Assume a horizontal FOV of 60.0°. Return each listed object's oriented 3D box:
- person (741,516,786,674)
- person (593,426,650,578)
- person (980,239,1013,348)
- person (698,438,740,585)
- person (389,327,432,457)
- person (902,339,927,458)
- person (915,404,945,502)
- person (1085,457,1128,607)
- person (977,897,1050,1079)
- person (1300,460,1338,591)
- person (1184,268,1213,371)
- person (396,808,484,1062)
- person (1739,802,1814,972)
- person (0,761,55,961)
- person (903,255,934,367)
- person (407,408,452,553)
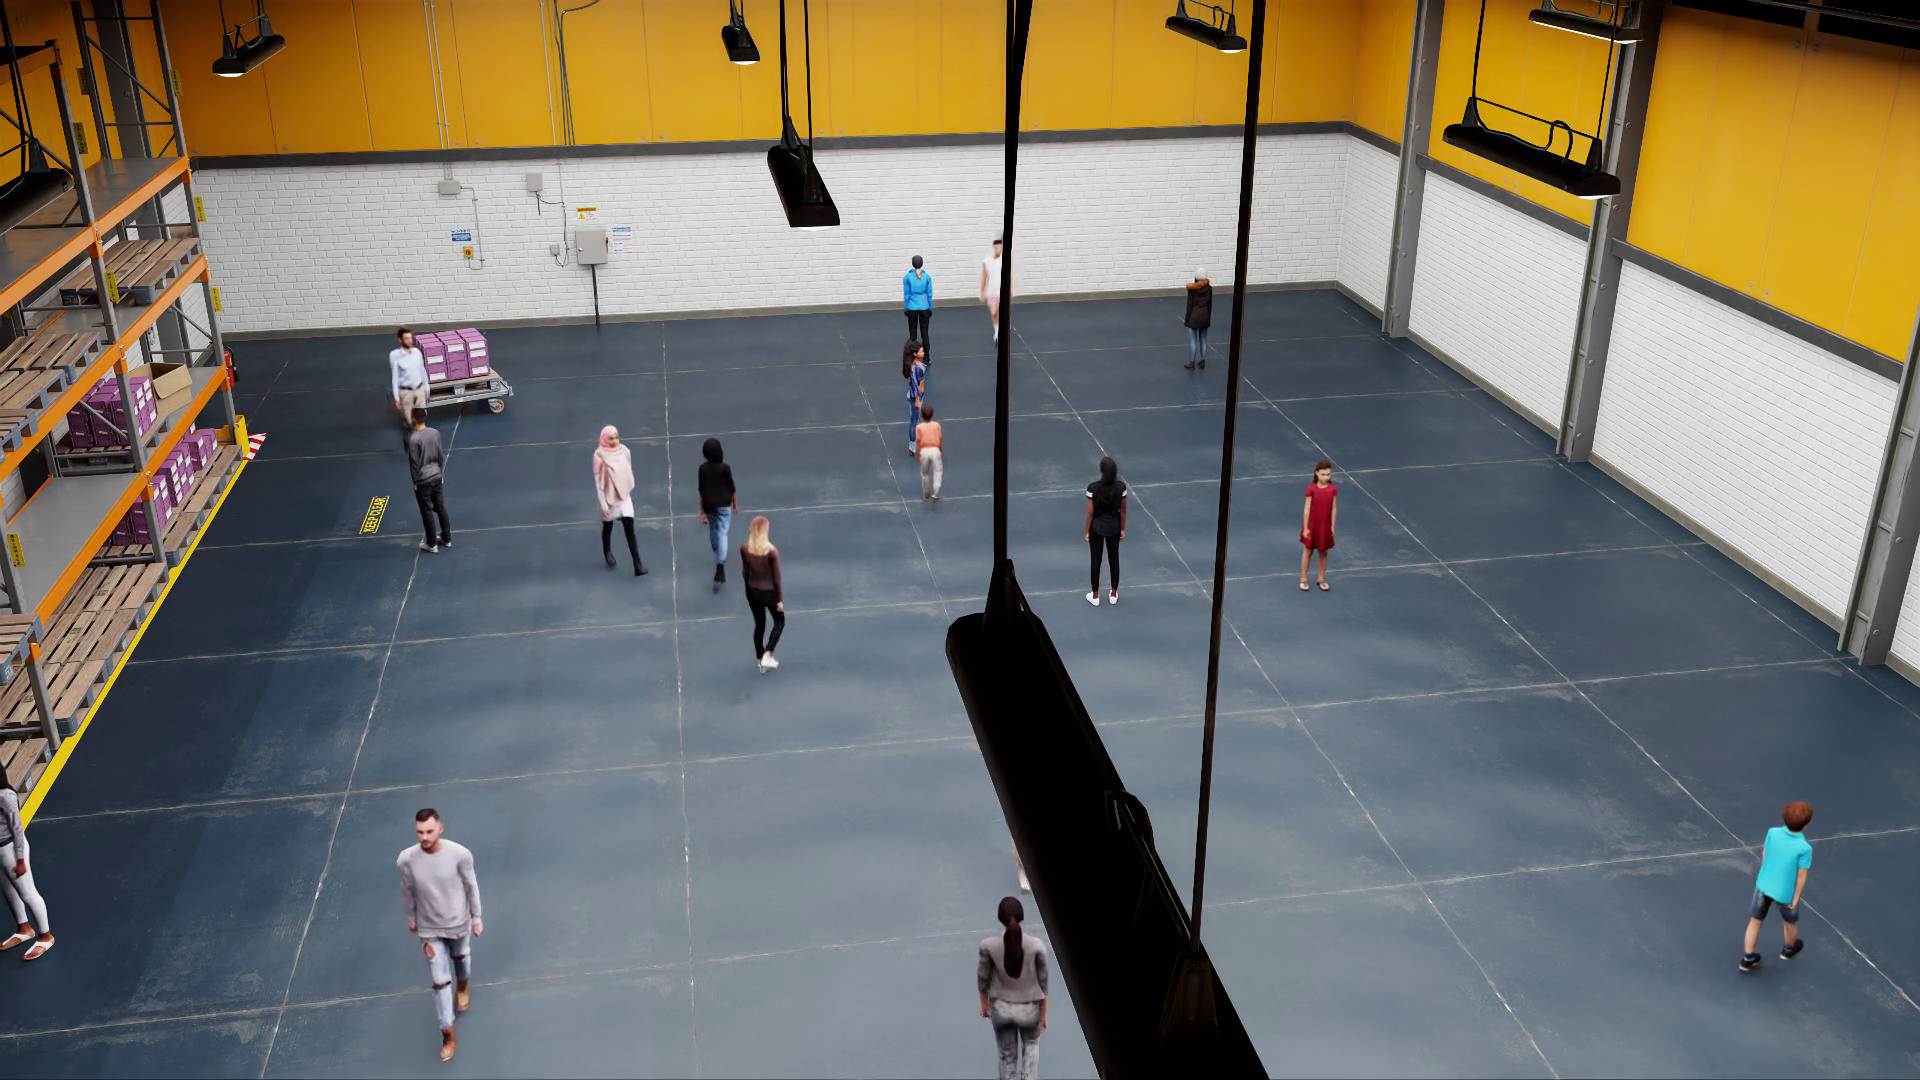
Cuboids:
[{"bbox_3d":[-2.026,0.590,16.804,0.731,1.696,0.761,11,26,23],"label":"person"},{"bbox_3d":[-4.030,-0.451,19.122,0.970,1.748,1.268,-16,28,-31],"label":"person"},{"bbox_3d":[0.616,-4.092,27.465,0.884,1.737,1.196,3,24,7],"label":"person"},{"bbox_3d":[-2.753,-0.305,18.894,0.744,1.662,1.199,1,24,2],"label":"person"},{"bbox_3d":[-7.476,-1.996,22.553,0.919,1.830,0.858,21,31,40],"label":"person"},{"bbox_3d":[-0.605,-1.947,22.708,0.716,1.616,0.566,2,24,4],"label":"person"},{"bbox_3d":[-0.373,-1.088,21.135,0.565,1.301,0.689,-1,24,-2],"label":"person"},{"bbox_3d":[1.602,-0.109,18.362,0.606,1.730,0.558,-3,24,-8],"label":"person"},{"bbox_3d":[0.357,3.170,10.955,0.692,1.653,0.679,3,24,7],"label":"person"},{"bbox_3d":[4.050,-0.183,18.754,0.552,1.551,0.614,-2,24,-5],"label":"person"},{"bbox_3d":[3.763,-3.502,26.242,0.666,1.634,0.657,-8,25,-18],"label":"person"},{"bbox_3d":[-3.672,2.684,11.896,0.702,1.790,1.106,-5,24,-10],"label":"person"},{"bbox_3d":[6.106,2.623,12.490,0.823,1.426,0.847,-19,30,-37],"label":"person"},{"bbox_3d":[-7.260,2.386,12.661,0.677,1.725,0.702,11,26,23],"label":"person"},{"bbox_3d":[-0.661,-3.634,26.344,0.645,1.795,0.561,0,24,-1],"label":"person"},{"bbox_3d":[-6.310,-0.726,19.733,0.748,1.761,0.674,14,27,28],"label":"person"}]
